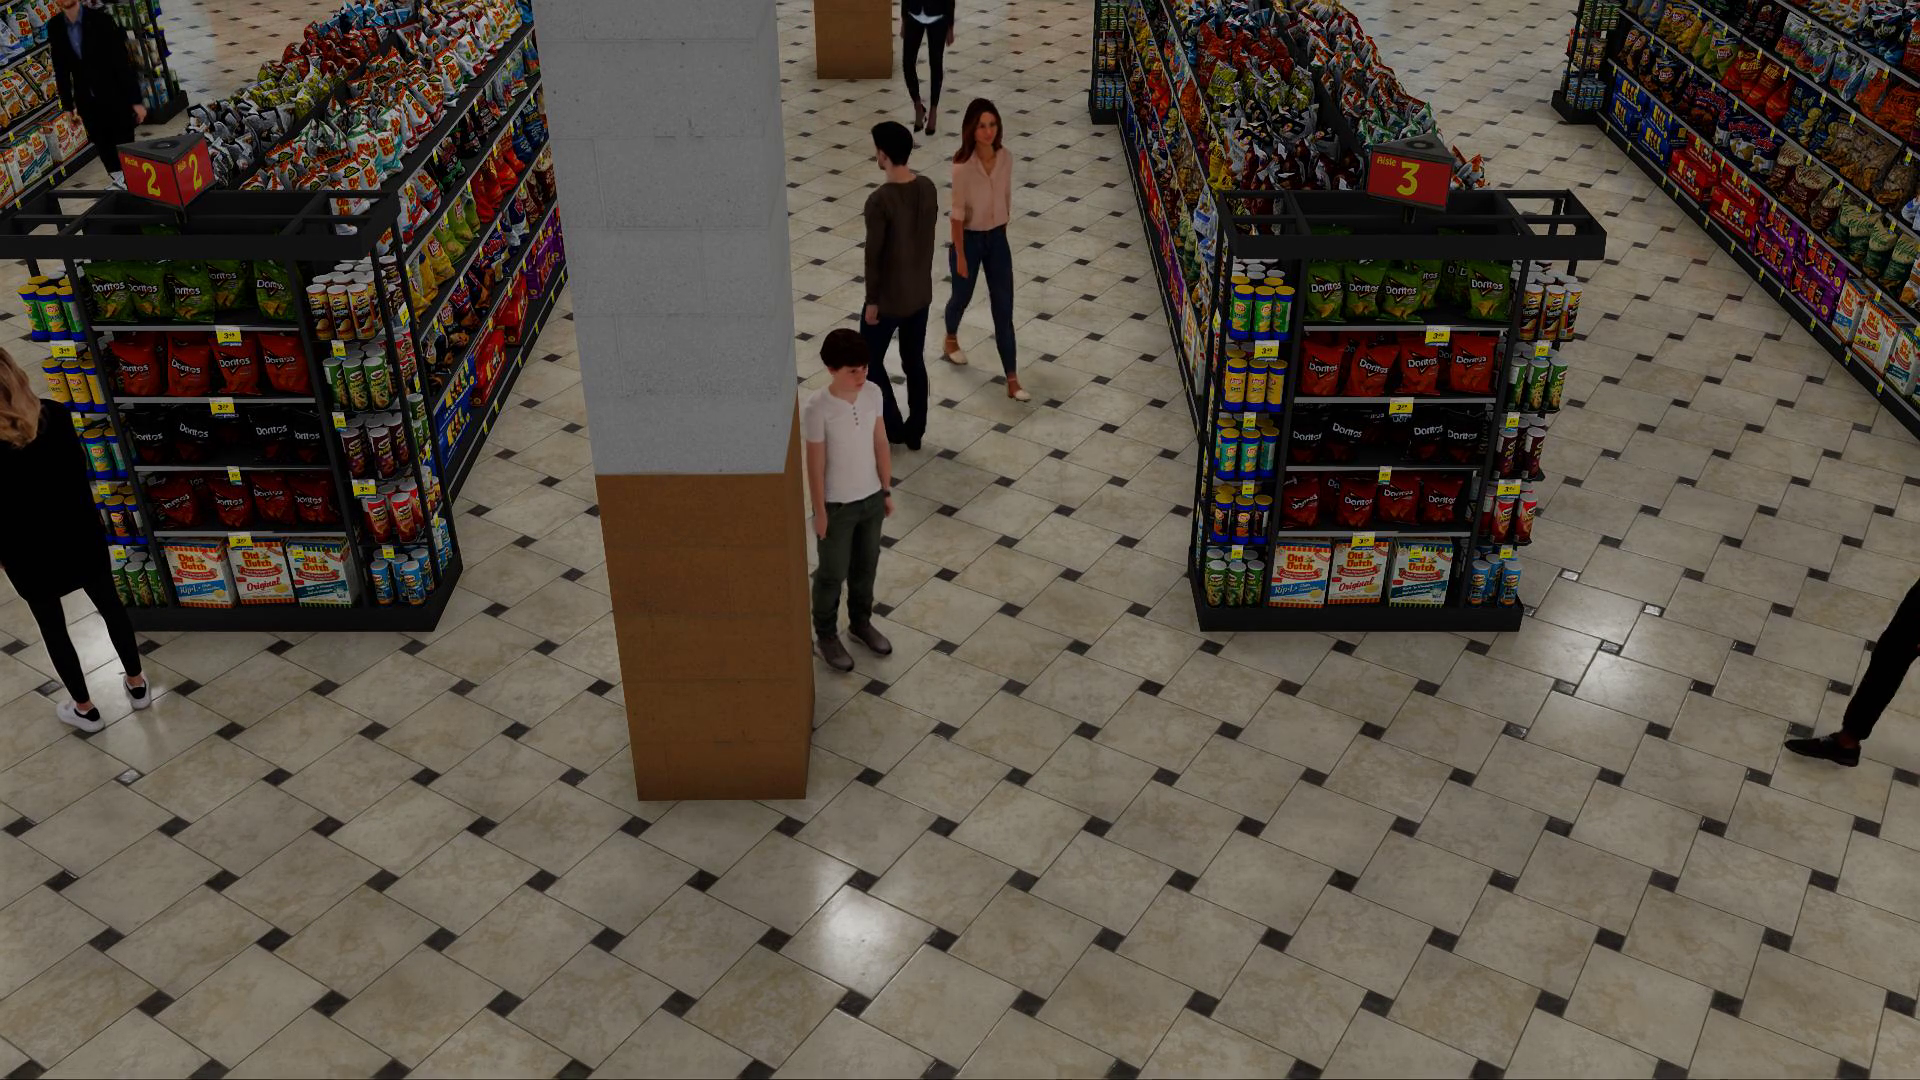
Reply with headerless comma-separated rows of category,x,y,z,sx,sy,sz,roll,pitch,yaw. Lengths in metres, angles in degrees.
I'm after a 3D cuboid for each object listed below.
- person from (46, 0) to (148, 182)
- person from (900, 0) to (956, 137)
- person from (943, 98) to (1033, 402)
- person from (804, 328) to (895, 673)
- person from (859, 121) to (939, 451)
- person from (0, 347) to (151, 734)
person,-6.109,-3.172,11.944,0.726,1.878,0.716,1,32,2
person,-0.245,-4.262,13.746,0.732,1.825,0.731,8,33,13
person,0.058,-1.715,9.748,0.967,1.725,1.265,-15,35,-22
person,-0.502,-0.190,7.367,0.647,1.650,0.696,-24,39,-33
person,-0.296,-1.302,8.942,0.786,1.874,0.854,-25,40,-34
person,-3.781,0.000,6.919,0.737,1.801,0.671,27,41,36
